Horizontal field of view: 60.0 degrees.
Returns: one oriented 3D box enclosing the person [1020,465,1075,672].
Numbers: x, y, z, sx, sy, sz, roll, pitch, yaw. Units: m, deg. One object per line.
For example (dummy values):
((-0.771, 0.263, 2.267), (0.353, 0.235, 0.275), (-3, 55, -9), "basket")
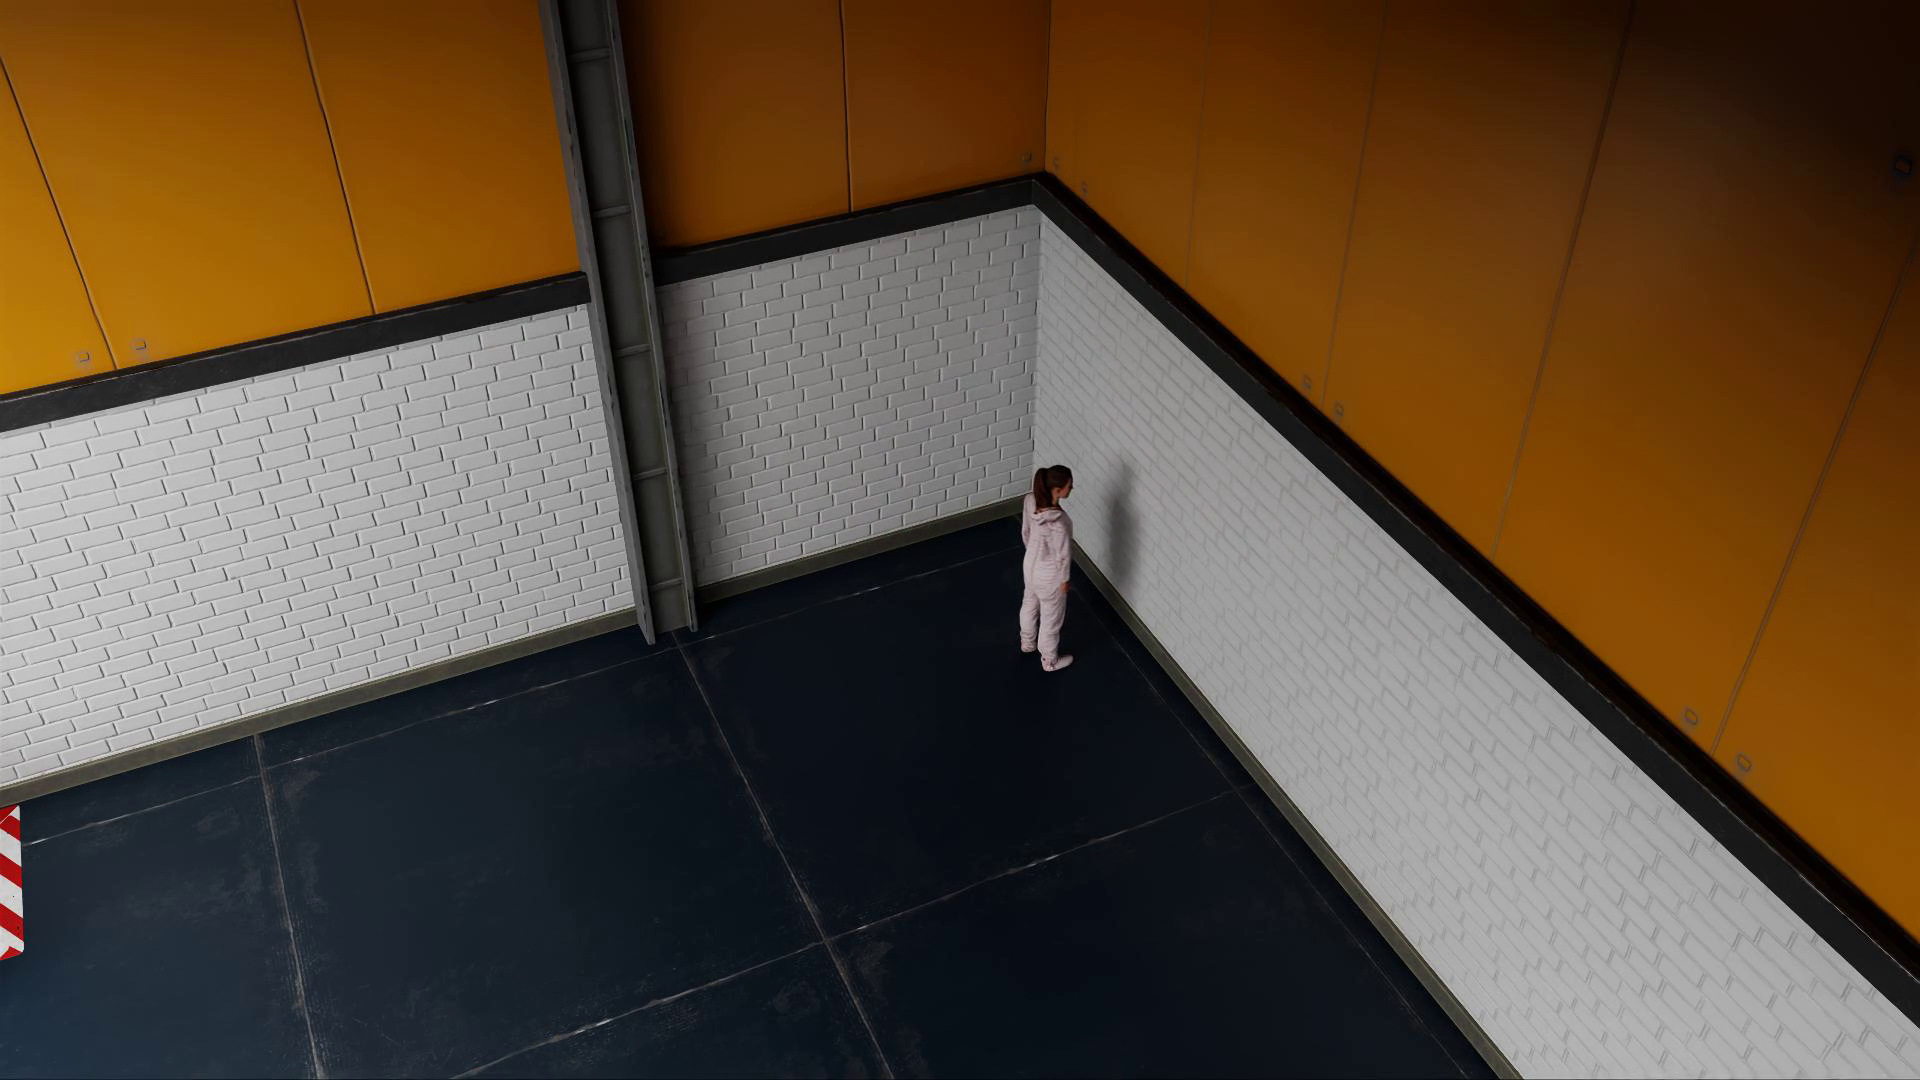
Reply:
((0.600, 0.194, 11.868), (0.604, 1.689, 0.663), (-22, 44, -25), "person")
